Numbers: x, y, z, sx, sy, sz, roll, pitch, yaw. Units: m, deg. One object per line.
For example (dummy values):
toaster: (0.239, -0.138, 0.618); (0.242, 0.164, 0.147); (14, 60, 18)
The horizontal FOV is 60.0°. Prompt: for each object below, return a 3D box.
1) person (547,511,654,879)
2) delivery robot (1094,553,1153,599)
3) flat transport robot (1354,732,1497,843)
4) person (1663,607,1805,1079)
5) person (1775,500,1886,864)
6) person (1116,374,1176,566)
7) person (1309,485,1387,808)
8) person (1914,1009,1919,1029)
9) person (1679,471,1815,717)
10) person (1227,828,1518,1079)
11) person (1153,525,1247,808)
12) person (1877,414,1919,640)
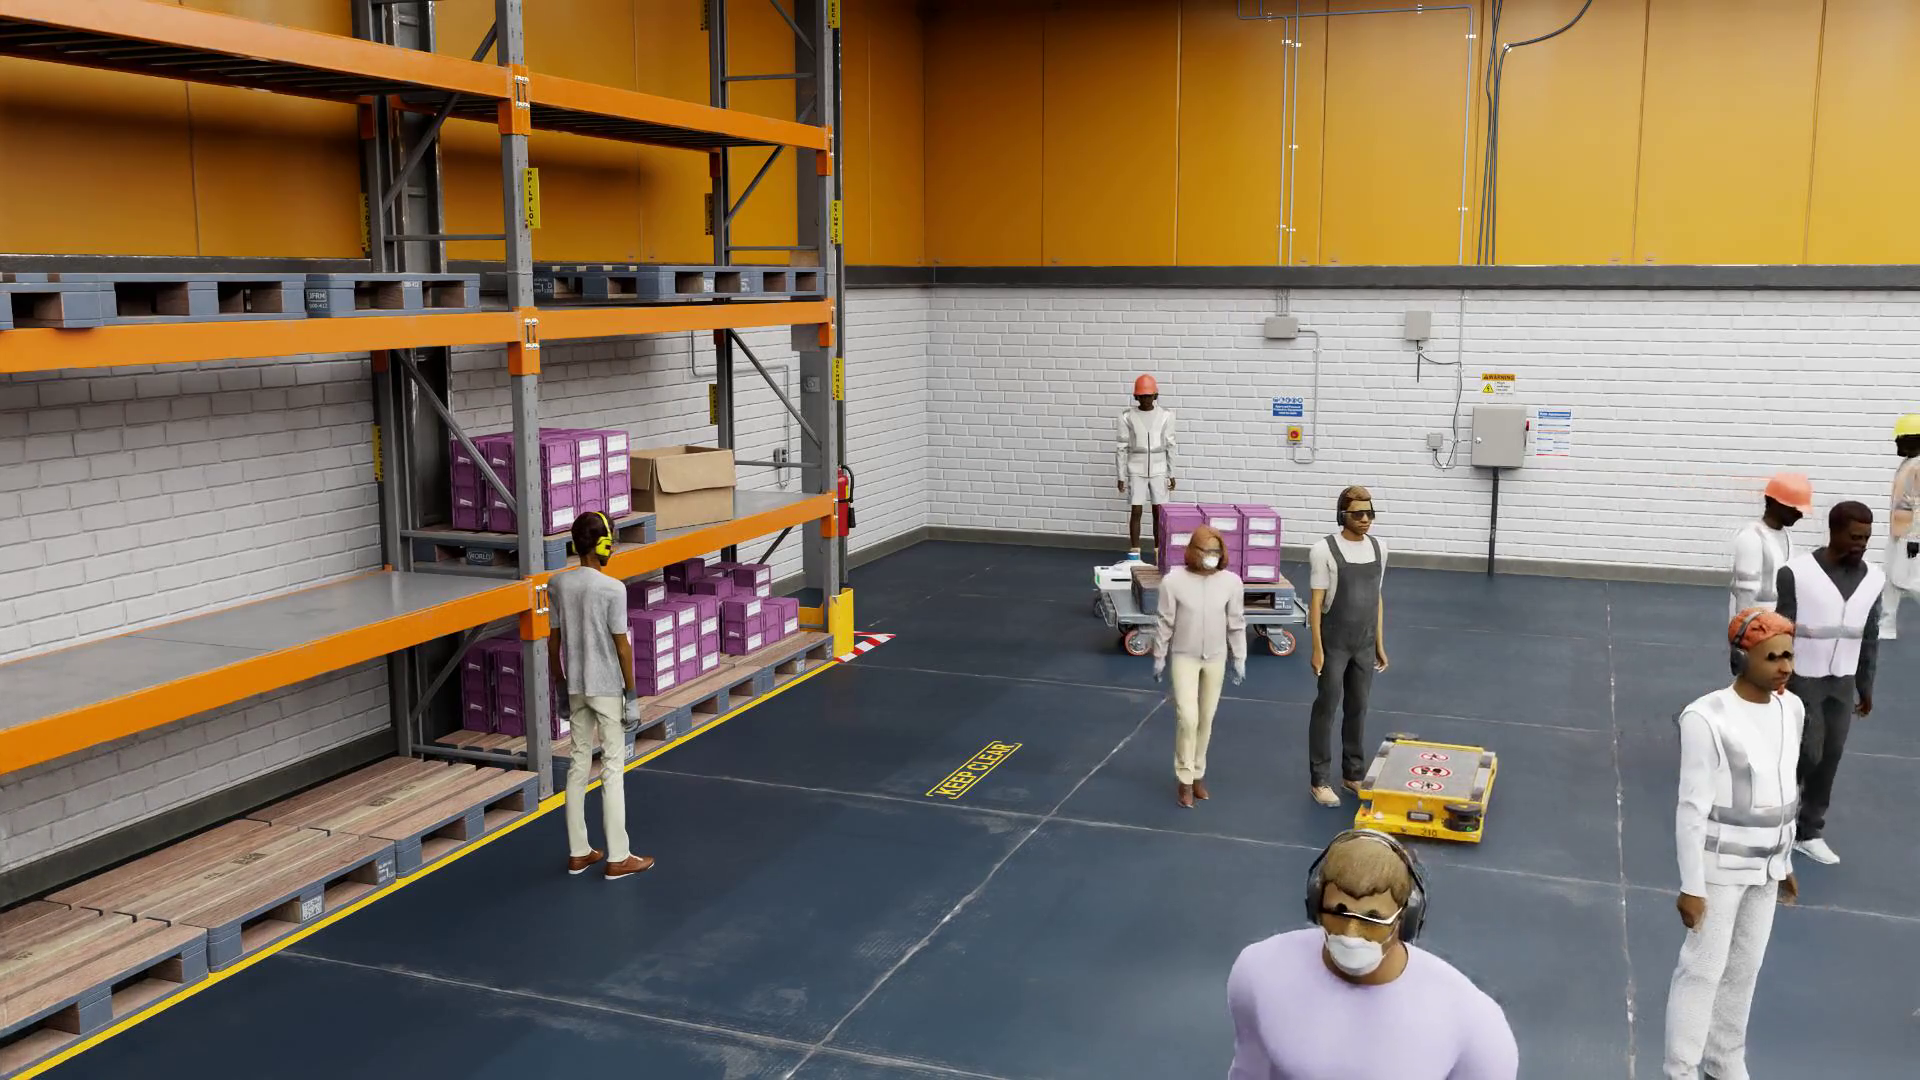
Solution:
person: (-1.833, 0.777, 8.392); (0.519, 1.865, 0.328); (4, 10, 25)
delivery robot: (1.548, 0.357, 14.832); (0.707, 0.478, 0.477); (0, 9, 2)
flat transport robot: (2.689, 1.392, 9.517); (0.652, 0.197, 1.431); (4, 10, 21)
person: (2.749, 1.165, 5.889); (0.583, 1.882, 0.337); (-5, 10, -29)
person: (4.463, 0.724, 8.608); (0.608, 1.897, 0.449); (-2, 9, -10)
person: (1.919, -0.695, 17.144); (0.616, 2.028, 0.409); (0, 9, -2)
person: (2.232, 0.603, 9.546); (0.507, 1.846, 0.346); (-4, 10, -23)
person: (4.230, 1.130, 6.133); (1.033, 1.886, 0.639); (9, 13, 43)
person: (4.762, 0.510, 9.998); (0.568, 1.890, 0.624); (-7, 12, -38)
person: (0.812, 1.539, 3.493); (0.646, 1.892, 1.022); (5, 10, 28)
person: (1.390, 0.722, 9.494); (0.525, 1.610, 0.554); (-2, 9, -11)
person: (7.831, -0.083, 13.655); (0.617, 1.908, 0.609); (2, 9, 10)
